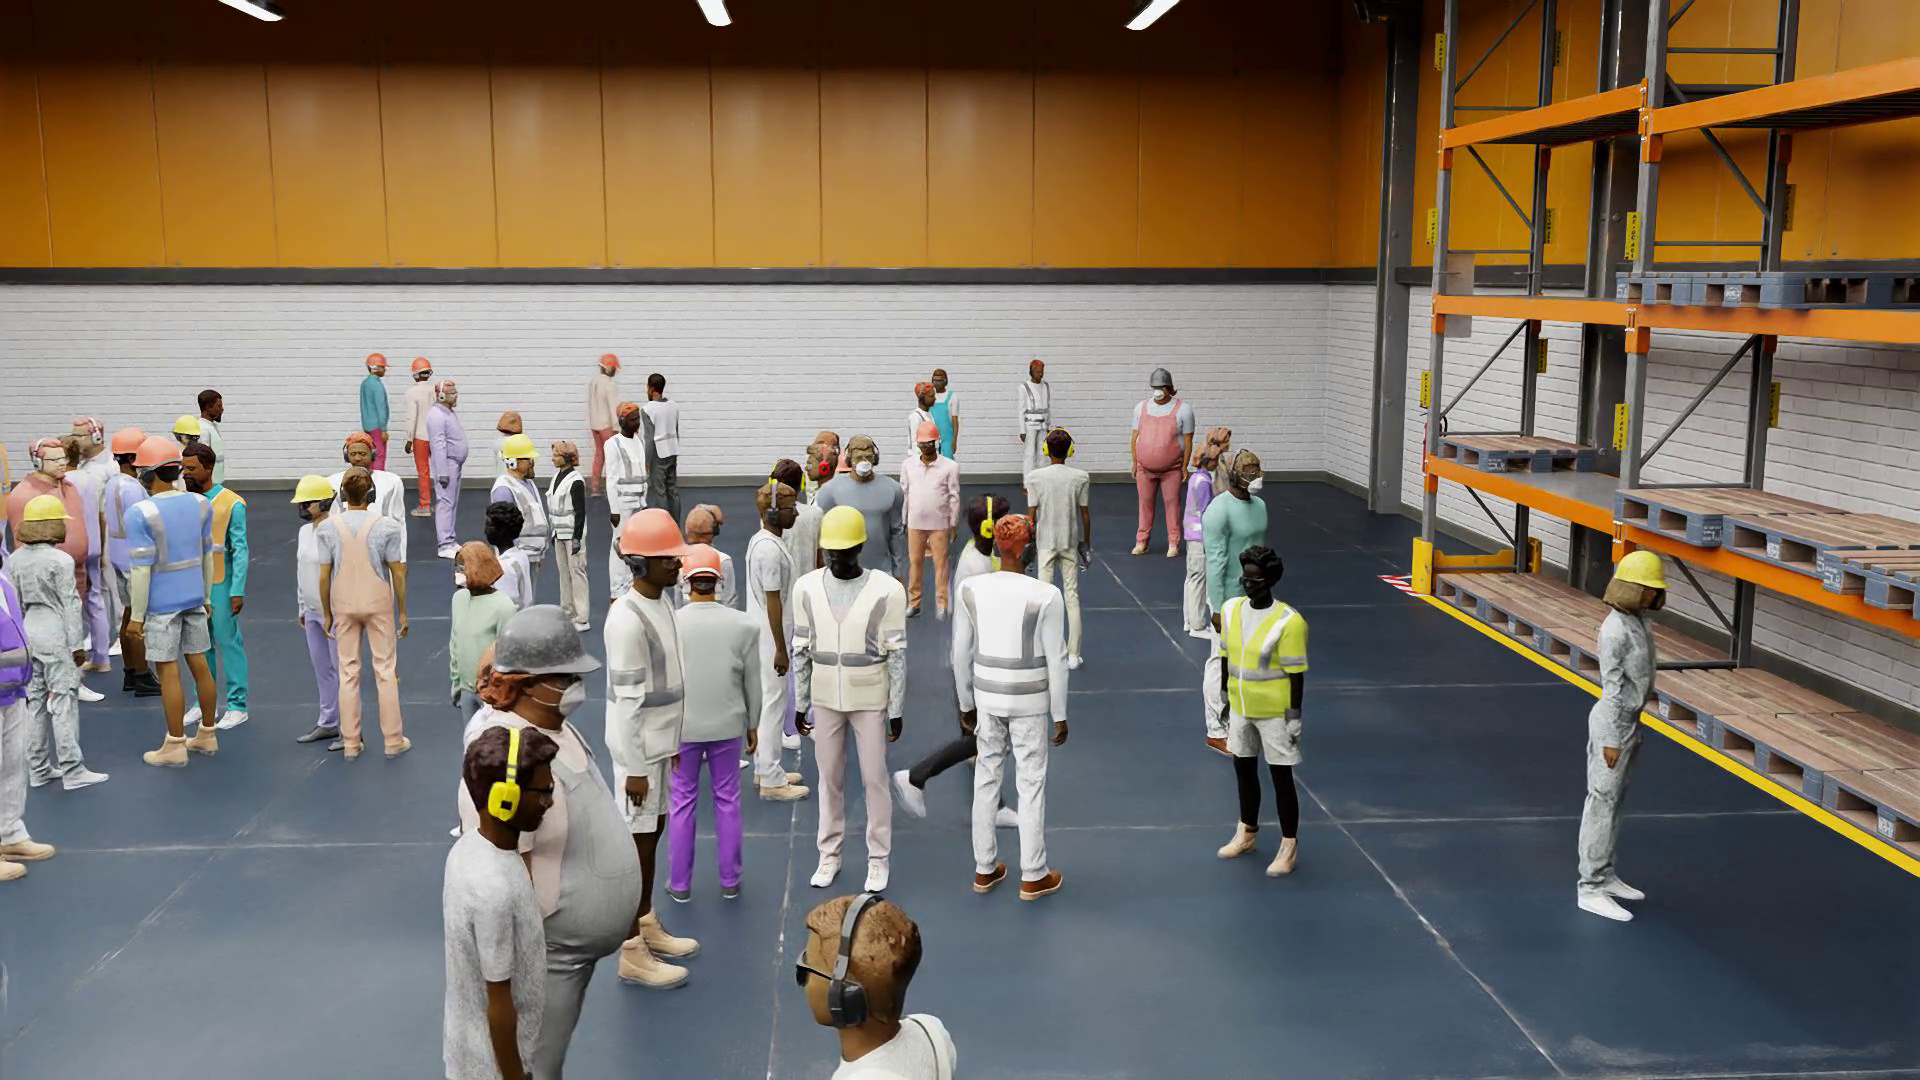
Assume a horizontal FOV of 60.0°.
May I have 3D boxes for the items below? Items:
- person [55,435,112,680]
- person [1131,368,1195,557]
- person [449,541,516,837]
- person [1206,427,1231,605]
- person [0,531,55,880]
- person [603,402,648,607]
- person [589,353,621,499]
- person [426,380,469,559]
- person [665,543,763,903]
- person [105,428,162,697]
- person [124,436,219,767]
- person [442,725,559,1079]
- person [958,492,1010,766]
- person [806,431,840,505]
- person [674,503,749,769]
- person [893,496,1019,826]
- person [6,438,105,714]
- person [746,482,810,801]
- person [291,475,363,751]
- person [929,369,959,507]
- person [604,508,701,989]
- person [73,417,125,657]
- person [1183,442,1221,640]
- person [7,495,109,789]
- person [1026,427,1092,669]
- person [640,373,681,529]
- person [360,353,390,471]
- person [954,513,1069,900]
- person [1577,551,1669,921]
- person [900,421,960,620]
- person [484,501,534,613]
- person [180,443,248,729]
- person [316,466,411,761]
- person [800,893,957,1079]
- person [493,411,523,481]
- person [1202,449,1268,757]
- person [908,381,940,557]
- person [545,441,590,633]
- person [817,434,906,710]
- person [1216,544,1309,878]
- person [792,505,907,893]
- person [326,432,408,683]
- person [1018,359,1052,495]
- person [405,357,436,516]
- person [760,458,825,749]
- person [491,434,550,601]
[{"bbox_3d":[-6.629,0.132,12.480,0.351,1.837,0.512,3,10,19],"label":"person"},{"bbox_3d":[2.145,-0.832,17.882,0.687,2.000,0.538,4,10,21],"label":"person"},{"bbox_3d":[-2.528,0.811,8.841,0.506,1.632,0.268,7,11,36],"label":"person"},{"bbox_3d":[2.344,-0.220,15.297,0.312,1.639,0.518,3,10,18],"label":"person"},{"bbox_3d":[-4.890,0.794,8.350,0.428,1.829,0.649,-1,9,-5],"label":"person"},{"bbox_3d":[-3.016,-0.315,15.124,0.337,1.882,0.585,3,10,19],"label":"person"},{"bbox_3d":[-4.813,-1.556,22.614,0.409,1.985,0.639,-8,12,-41],"label":"person"},{"bbox_3d":[-5.476,-0.760,17.850,0.409,1.907,0.651,-1,9,-7],"label":"person"},{"bbox_3d":[-1.244,0.882,8.061,0.575,1.742,0.356,-3,10,-19],"label":"person"},{"bbox_3d":[-5.919,0.159,11.982,0.355,1.939,0.544,-8,12,-41],"label":"person"},{"bbox_3d":[-4.879,0.380,10.264,0.377,2.045,0.605,4,10,22],"label":"person"},{"bbox_3d":[-1.196,1.401,4.419,0.336,1.865,0.521,-3,10,-20],"label":"person"},{"bbox_3d":[0.153,0.546,10.304,0.315,1.695,0.541,3,9,17],"label":"person"},{"bbox_3d":[-1.226,-0.180,15.102,0.278,1.628,0.506,5,10,30],"label":"person"},{"bbox_3d":[-1.540,0.597,10.150,0.514,1.645,0.307,7,11,38],"label":"person"},{"bbox_3d":[0.021,0.678,9.014,0.706,1.847,0.503,1,9,4],"label":"person"},{"bbox_3d":[-6.266,0.241,11.566,0.407,1.906,0.655,1,9,5],"label":"person"},{"bbox_3d":[-1.065,0.580,9.628,0.332,1.844,0.518,-2,9,-13],"label":"person"},{"bbox_3d":[-4.065,0.462,10.619,0.534,1.767,0.317,7,11,36],"label":"person"},{"bbox_3d":[-0.255,-1.281,21.338,0.511,1.838,0.328,4,10,24],"label":"person"},{"bbox_3d":[-1.314,0.876,7.151,0.395,2.044,0.609,1,9,3],"label":"person"},{"bbox_3d":[-6.866,-0.026,13.242,0.643,1.908,0.399,4,10,25],"label":"person"},{"bbox_3d":[2.021,0.003,13.899,0.312,1.639,0.512,0,9,0],"label":"person"},{"bbox_3d":[-5.360,0.601,9.824,0.487,1.741,0.313,3,10,20],"label":"person"},{"bbox_3d":[0.747,0.066,12.780,0.534,1.869,0.311,-1,9,-4],"label":"person"},{"bbox_3d":[-3.391,-0.932,18.892,0.399,1.920,0.590,5,10,28],"label":"person"},{"bbox_3d":[-7.796,-1.502,22.246,0.392,1.991,0.612,-8,12,-40],"label":"person"},{"bbox_3d":[0.257,0.806,8.088,0.586,1.882,0.342,4,10,26],"label":"person"},{"bbox_3d":[3.159,0.907,7.900,0.313,1.741,0.487,6,11,34],"label":"person"},{"bbox_3d":[-0.280,-0.168,14.609,0.561,1.752,0.327,2,9,15],"label":"person"},{"bbox_3d":[-2.684,0.609,9.912,0.318,1.697,0.535,-1,9,-8],"label":"person"},{"bbox_3d":[-5.023,0.302,11.147,0.591,1.920,0.392,3,9,18],"label":"person"},{"bbox_3d":[-3.718,0.460,10.384,0.516,1.843,0.326,-1,9,-9],"label":"person"},{"bbox_3d":[-0.177,1.587,3.306,0.345,1.847,0.504,3,9,16],"label":"person"},{"bbox_3d":[-4.629,-0.518,17.186,0.268,1.630,0.507,-9,12,-43],"label":"person"},{"bbox_3d":[1.761,0.388,10.544,0.370,1.940,0.630,7,11,36],"label":"person"},{"bbox_3d":[-0.387,-0.770,17.984,0.343,1.882,0.585,2,9,12],"label":"person"},{"bbox_3d":[-3.316,-0.027,14.082,0.309,1.641,0.514,-7,12,-38],"label":"person"},{"bbox_3d":[-0.677,0.232,11.520,0.636,1.938,0.355,-3,10,-20],"label":"person"},{"bbox_3d":[1.529,0.853,8.428,0.322,1.689,0.545,-7,11,-37],"label":"person"},{"bbox_3d":[-0.550,0.777,8.169,0.586,1.920,0.397,2,9,14],"label":"person"},{"bbox_3d":[-4.376,0.142,12.258,0.583,1.882,0.338,-3,10,-19],"label":"person"},{"bbox_3d":[1.039,-1.541,22.854,0.589,1.878,0.369,-8,12,-41],"label":"person"},{"bbox_3d":[-6.730,-1.299,20.951,0.378,1.996,0.611,6,11,32],"label":"person"},{"bbox_3d":[-1.086,0.405,10.675,0.330,1.863,0.534,9,13,44],"label":"person"},{"bbox_3d":[-3.319,0.109,12.625,0.404,1.832,0.594,0,9,2],"label":"person"}]
